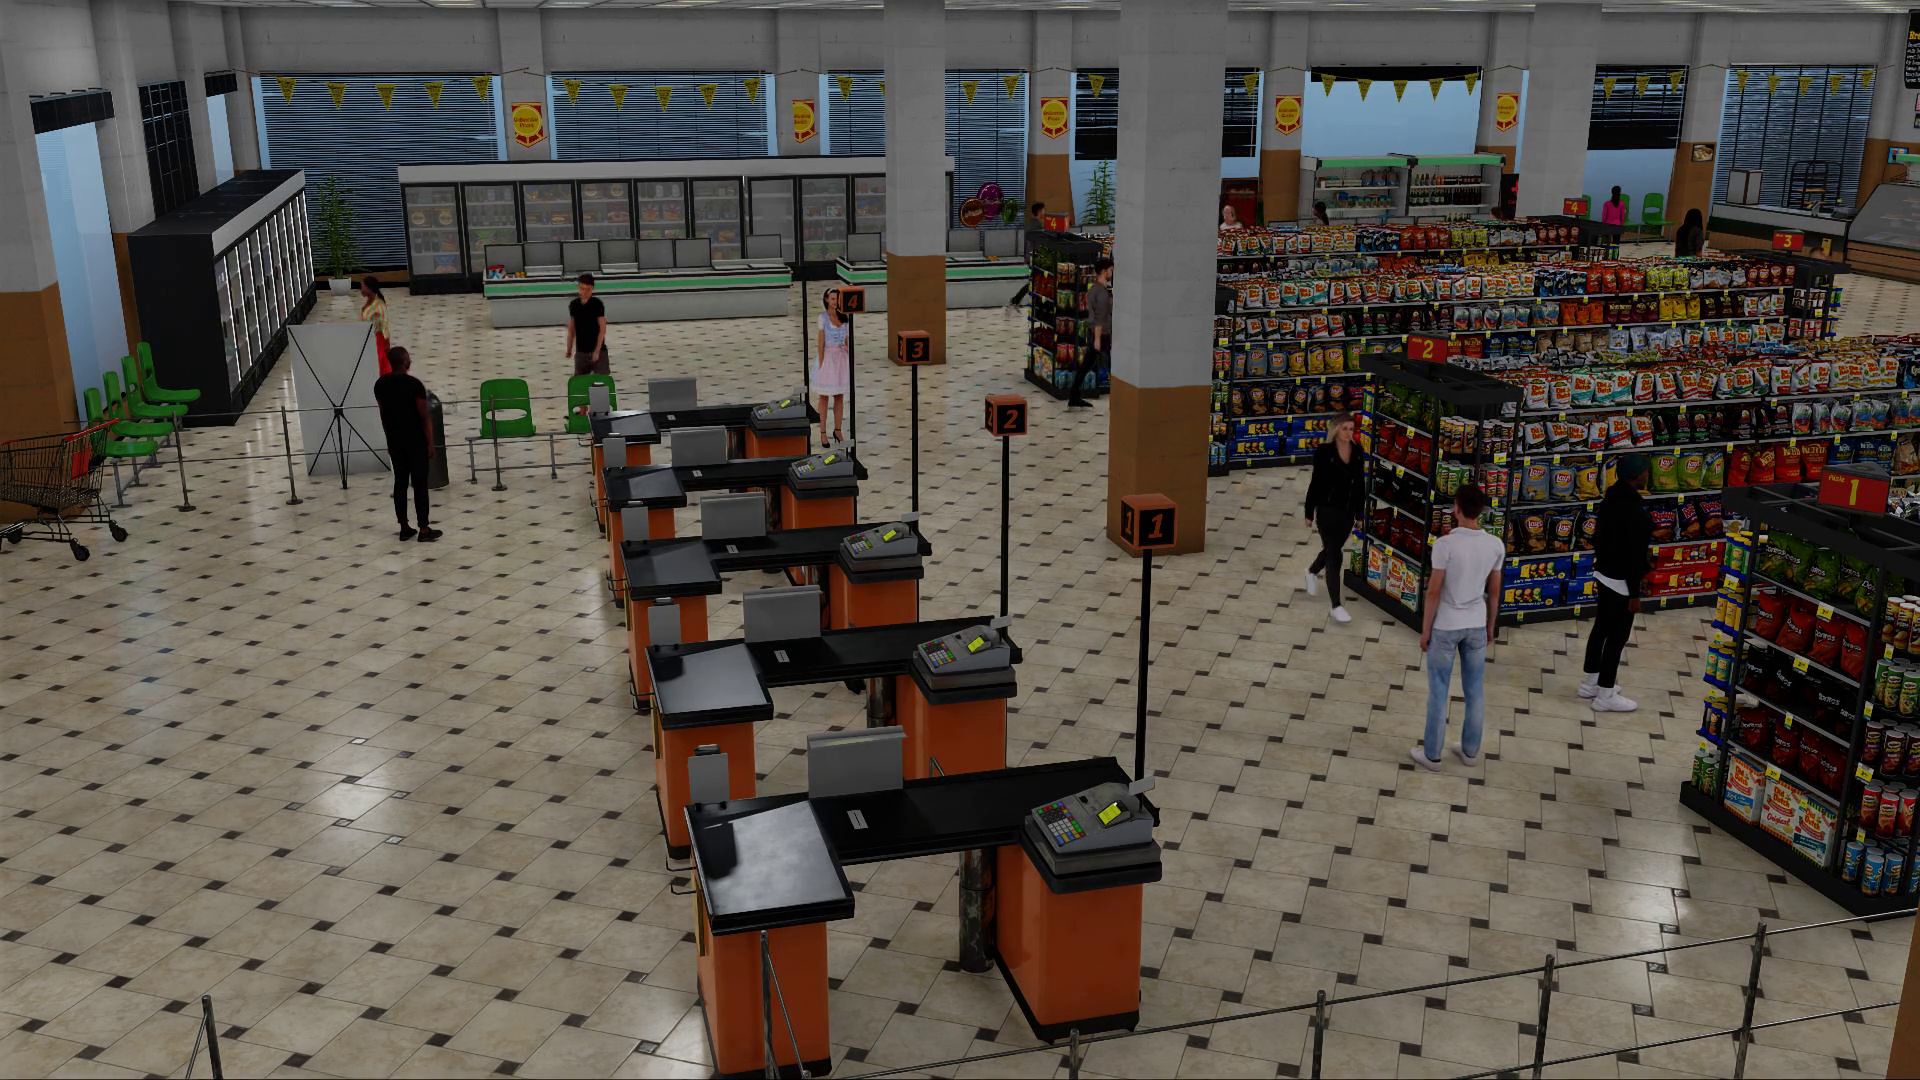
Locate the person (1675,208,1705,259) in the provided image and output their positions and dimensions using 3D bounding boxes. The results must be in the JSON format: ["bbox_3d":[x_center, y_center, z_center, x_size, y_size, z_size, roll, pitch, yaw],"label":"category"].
[{"bbox_3d":[11.853,-4.479,27.146,0.700,1.838,0.712,-11,20,-31],"label":"person"}]

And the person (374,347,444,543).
[{"bbox_3d":[-5.102,-0.887,15.349,0.683,1.820,0.811,4,17,14],"label":"person"}]

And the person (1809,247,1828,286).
[{"bbox_3d":[12.085,-3.335,23.665,0.736,1.671,0.671,10,20,30],"label":"person"}]

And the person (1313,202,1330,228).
[{"bbox_3d":[6.284,-4.932,28.752,0.959,1.772,0.890,9,19,27],"label":"person"}]

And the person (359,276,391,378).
[{"bbox_3d":[-6.937,-2.287,20.035,0.862,1.776,0.750,-13,21,-37],"label":"person"}]

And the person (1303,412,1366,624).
[{"bbox_3d":[2.996,-0.216,13.434,1.037,1.648,0.673,-5,17,-15],"label":"person"}]

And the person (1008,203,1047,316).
[{"bbox_3d":[1.178,-4.661,27.741,1.167,1.842,0.768,-6,18,-18],"label":"person"}]

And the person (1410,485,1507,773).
[{"bbox_3d":[3.165,0.559,10.534,0.467,1.851,0.699,-4,17,-13],"label":"person"}]

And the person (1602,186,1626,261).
[{"bbox_3d":[12.892,-6.145,32.871,0.644,1.699,0.737,4,17,11],"label":"person"}]

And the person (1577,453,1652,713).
[{"bbox_3d":[4.544,0.279,11.514,0.650,1.818,0.708,-1,17,-4],"label":"person"}]

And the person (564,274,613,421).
[{"bbox_3d":[-4.432,-2.268,19.867,0.965,1.837,1.082,12,21,35],"label":"person"}]

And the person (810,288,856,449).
[{"bbox_3d":[-1.439,-1.966,18.906,0.764,1.817,0.855,-11,20,-32],"label":"person"}]

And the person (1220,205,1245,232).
[{"bbox_3d":[4.736,-4.939,28.907,1.055,1.695,0.875,0,17,-1],"label":"person"}]
